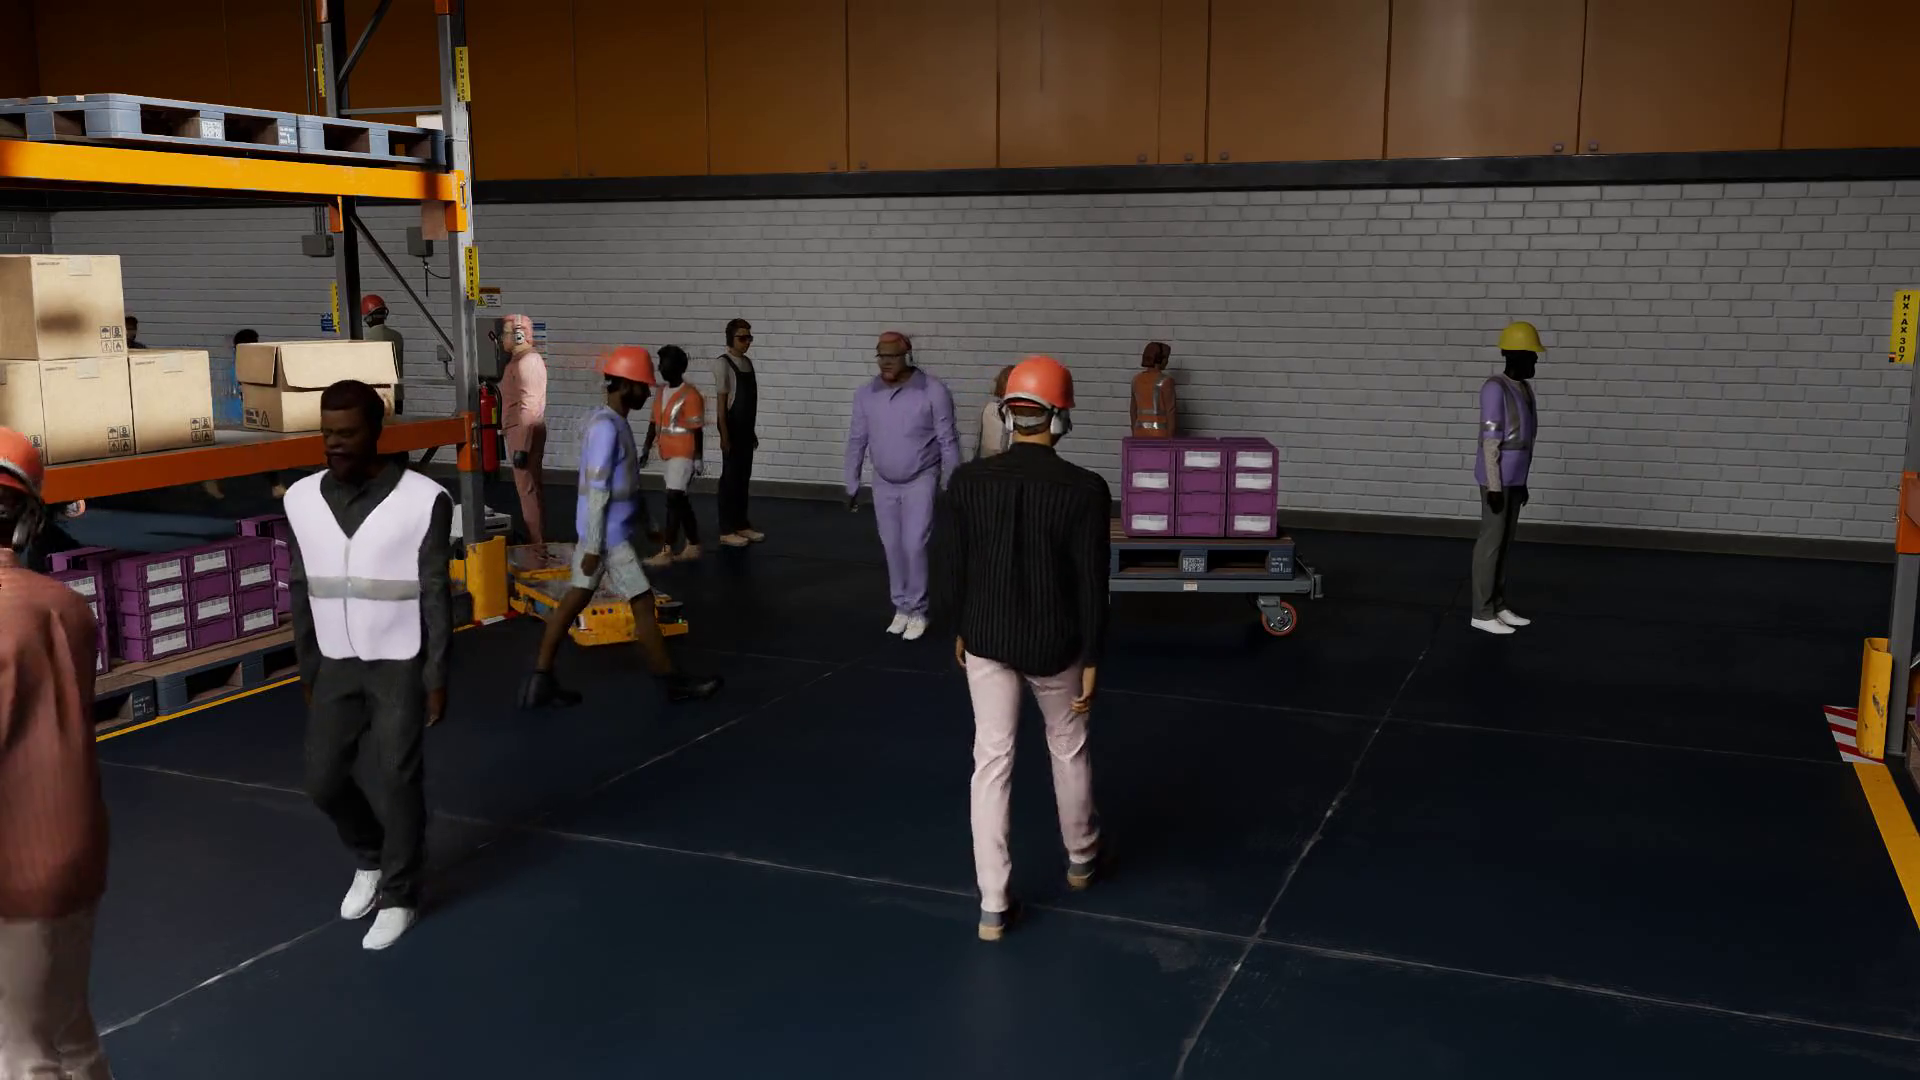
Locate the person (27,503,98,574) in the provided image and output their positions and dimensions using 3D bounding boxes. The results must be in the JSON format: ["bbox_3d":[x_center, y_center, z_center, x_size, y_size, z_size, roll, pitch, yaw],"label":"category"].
[{"bbox_3d":[-6.038,-0.542,10.929,0.692,2.000,0.763,5,10,26],"label":"person"}]

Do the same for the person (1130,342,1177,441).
[{"bbox_3d":[1.622,-0.838,13.936,0.311,1.639,0.512,-7,12,-36],"label":"person"}]

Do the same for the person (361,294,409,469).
[{"bbox_3d":[-5.643,-1.391,16.227,0.392,1.988,0.609,2,10,14],"label":"person"}]

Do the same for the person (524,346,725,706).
[{"bbox_3d":[-1.775,-0.048,8.497,1.034,1.874,0.566,-2,10,-13],"label":"person"}]

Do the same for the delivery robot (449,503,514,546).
[{"bbox_3d":[-3.672,-0.107,12.499,0.707,0.478,0.477,9,13,42],"label":"delivery robot"}]

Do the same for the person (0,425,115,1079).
[{"bbox_3d":[-1.976,0.753,3.409,0.389,1.949,0.769,-1,9,-4],"label":"person"}]

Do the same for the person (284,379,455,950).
[{"bbox_3d":[-1.961,0.415,5.560,0.591,1.904,0.447,1,9,6],"label":"person"}]

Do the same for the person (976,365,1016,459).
[{"bbox_3d":[0.226,-0.339,10.973,0.535,1.619,0.547,-7,12,-38],"label":"person"}]

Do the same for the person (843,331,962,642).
[{"bbox_3d":[-0.359,-0.320,10.081,0.722,1.878,0.685,4,10,21],"label":"person"}]

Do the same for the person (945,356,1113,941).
[{"bbox_3d":[0.260,0.337,5.840,0.631,1.950,0.948,3,10,18],"label":"person"}]

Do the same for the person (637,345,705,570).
[{"bbox_3d":[-2.214,-0.619,12.496,0.671,1.673,0.551,-8,12,-39],"label":"person"}]

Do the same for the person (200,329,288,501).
[{"bbox_3d":[-6.914,-1.202,16.041,0.839,1.667,0.532,0,9,-3],"label":"person"}]

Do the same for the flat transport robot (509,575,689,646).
[{"bbox_3d":[-2.304,0.411,10.499,0.652,0.197,1.431,-6,11,-32],"label":"flat transport robot"}]

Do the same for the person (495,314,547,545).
[{"bbox_3d":[-3.315,-0.748,12.572,0.410,1.912,0.643,-2,10,-15],"label":"person"}]

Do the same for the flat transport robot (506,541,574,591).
[{"bbox_3d":[-2.936,0.201,11.773,0.652,0.197,1.431,-5,11,-29],"label":"flat transport robot"}]

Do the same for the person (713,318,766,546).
[{"bbox_3d":[-1.805,-0.877,13.552,0.332,1.843,0.517,4,10,21],"label":"person"}]

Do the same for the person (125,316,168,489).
[{"bbox_3d":[-8.440,-1.379,16.839,1.034,1.765,0.579,5,11,29],"label":"person"}]

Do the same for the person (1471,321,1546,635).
[{"bbox_3d":[3.409,-0.390,10.344,0.380,1.928,0.586,7,12,37],"label":"person"}]
